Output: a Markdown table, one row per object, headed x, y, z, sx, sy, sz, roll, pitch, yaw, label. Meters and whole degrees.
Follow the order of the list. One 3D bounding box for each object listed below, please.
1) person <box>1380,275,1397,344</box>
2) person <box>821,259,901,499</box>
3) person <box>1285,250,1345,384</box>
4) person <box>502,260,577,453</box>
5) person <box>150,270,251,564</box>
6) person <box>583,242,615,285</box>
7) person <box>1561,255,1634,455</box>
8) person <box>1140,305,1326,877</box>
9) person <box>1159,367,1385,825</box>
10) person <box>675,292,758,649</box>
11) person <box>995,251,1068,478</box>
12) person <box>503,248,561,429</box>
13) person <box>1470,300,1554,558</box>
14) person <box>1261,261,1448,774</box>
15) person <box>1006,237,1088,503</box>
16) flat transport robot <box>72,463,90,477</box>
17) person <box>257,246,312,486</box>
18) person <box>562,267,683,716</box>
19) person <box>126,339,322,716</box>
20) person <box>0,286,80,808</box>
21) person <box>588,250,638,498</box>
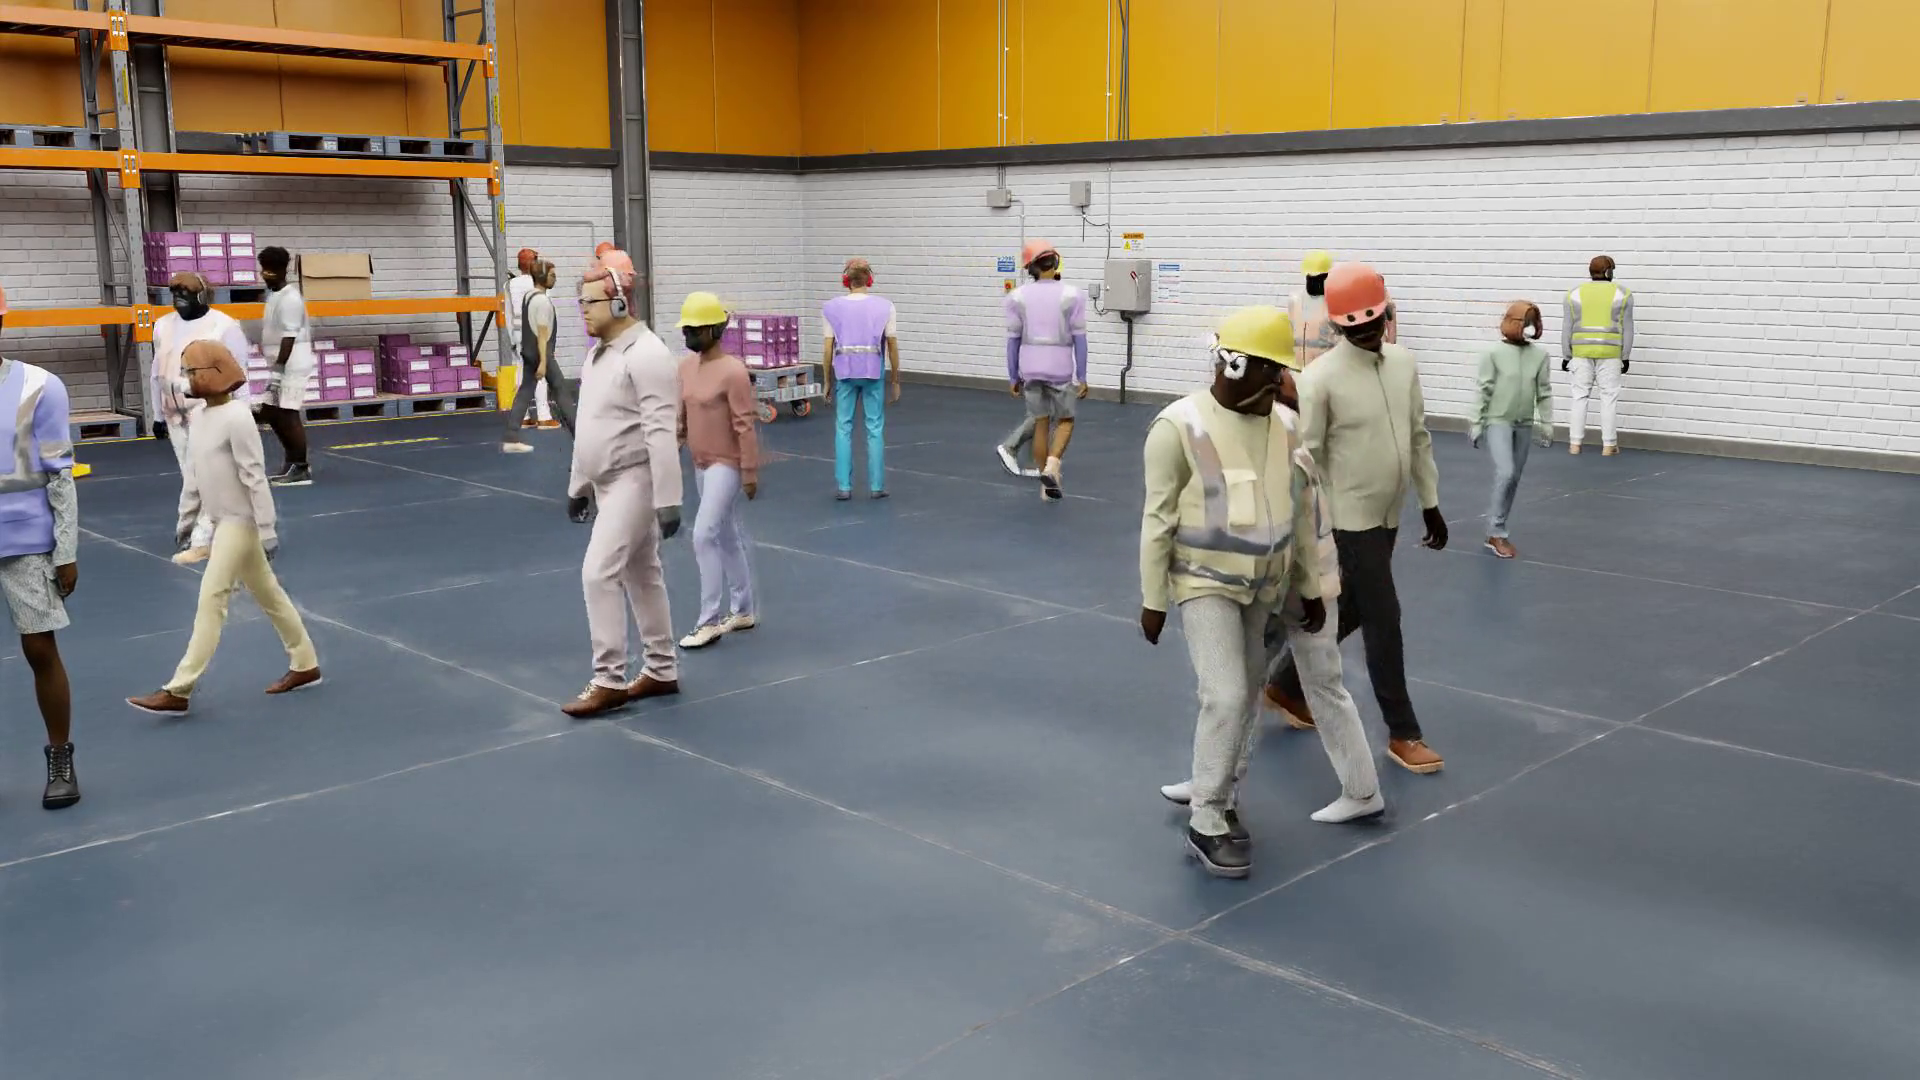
| x | y | z | sx | sy | sz | roll | pitch | yaw | label |
| --- | --- | --- | --- | --- | --- | --- | --- | --- | --- |
| 4.217 | -1.920 | 17.115 | 0.520 | 1.636 | 0.312 | 4 | 11 | 20 | person |
| -0.742 | -1.213 | 12.732 | 0.642 | 1.837 | 0.432 | -1 | 10 | -3 | person |
| 2.831 | -1.369 | 13.377 | 0.443 | 1.900 | 0.616 | -10 | 14 | -43 | person |
| -3.863 | -1.709 | 15.537 | 0.970 | 1.794 | 0.511 | -8 | 13 | -36 | person |
| -4.779 | -0.802 | 10.547 | 0.627 | 1.816 | 0.845 | 3 | 11 | 17 | person |
| -4.274 | -2.632 | 20.173 | 0.542 | 1.939 | 0.362 | 3 | 11 | 15 | person |
| 5.879 | -1.698 | 15.361 | 0.622 | 1.840 | 0.430 | 6 | 12 | 28 | person |
| 0.925 | 0.160 | 5.320 | 0.621 | 1.795 | 0.594 | -7 | 12 | -32 | person |
| 1.082 | 0.199 | 5.657 | 0.844 | 1.595 | 0.538 | 0 | 10 | -1 | person |
| -1.285 | -0.345 | 8.257 | 0.701 | 1.744 | 0.546 | -8 | 13 | -38 | person |
| 0.639 | -1.448 | 13.820 | 0.505 | 1.904 | 0.586 | 2 | 11 | 12 | person |
| -4.483 | -2.097 | 17.411 | 0.572 | 1.884 | 0.356 | 5 | 11 | 24 | person |
| 3.513 | -0.695 | 10.480 | 0.523 | 1.611 | 0.573 | -3 | 11 | -17 | person |
| 1.507 | -0.105 | 6.445 | 0.660 | 1.935 | 0.872 | -10 | 14 | -42 | person |
| 0.654 | -1.256 | 12.488 | 0.642 | 2.003 | 0.494 | 3 | 11 | 17 | person |
| -7.879 | -0.557 | 13.409 | 0.652 | 0.197 | 1.431 | 5 | 12 | 25 | flat transport robot |
| -5.465 | -1.396 | 13.450 | 0.404 | 1.938 | 0.641 | -7 | 13 | -34 | person |
| -1.527 | -0.204 | 7.069 | 0.726 | 1.881 | 0.682 | -6 | 12 | -31 | person |
| -3.164 | -0.058 | 7.109 | 0.866 | 1.583 | 0.518 | -9 | 14 | -41 | person |
| -3.365 | 0.014 | 5.791 | 0.540 | 1.930 | 0.385 | -3 | 11 | -16 | person |
| -2.676 | -1.219 | 12.554 | 0.612 | 1.916 | 0.548 | -10 | 14 | -44 | person |
